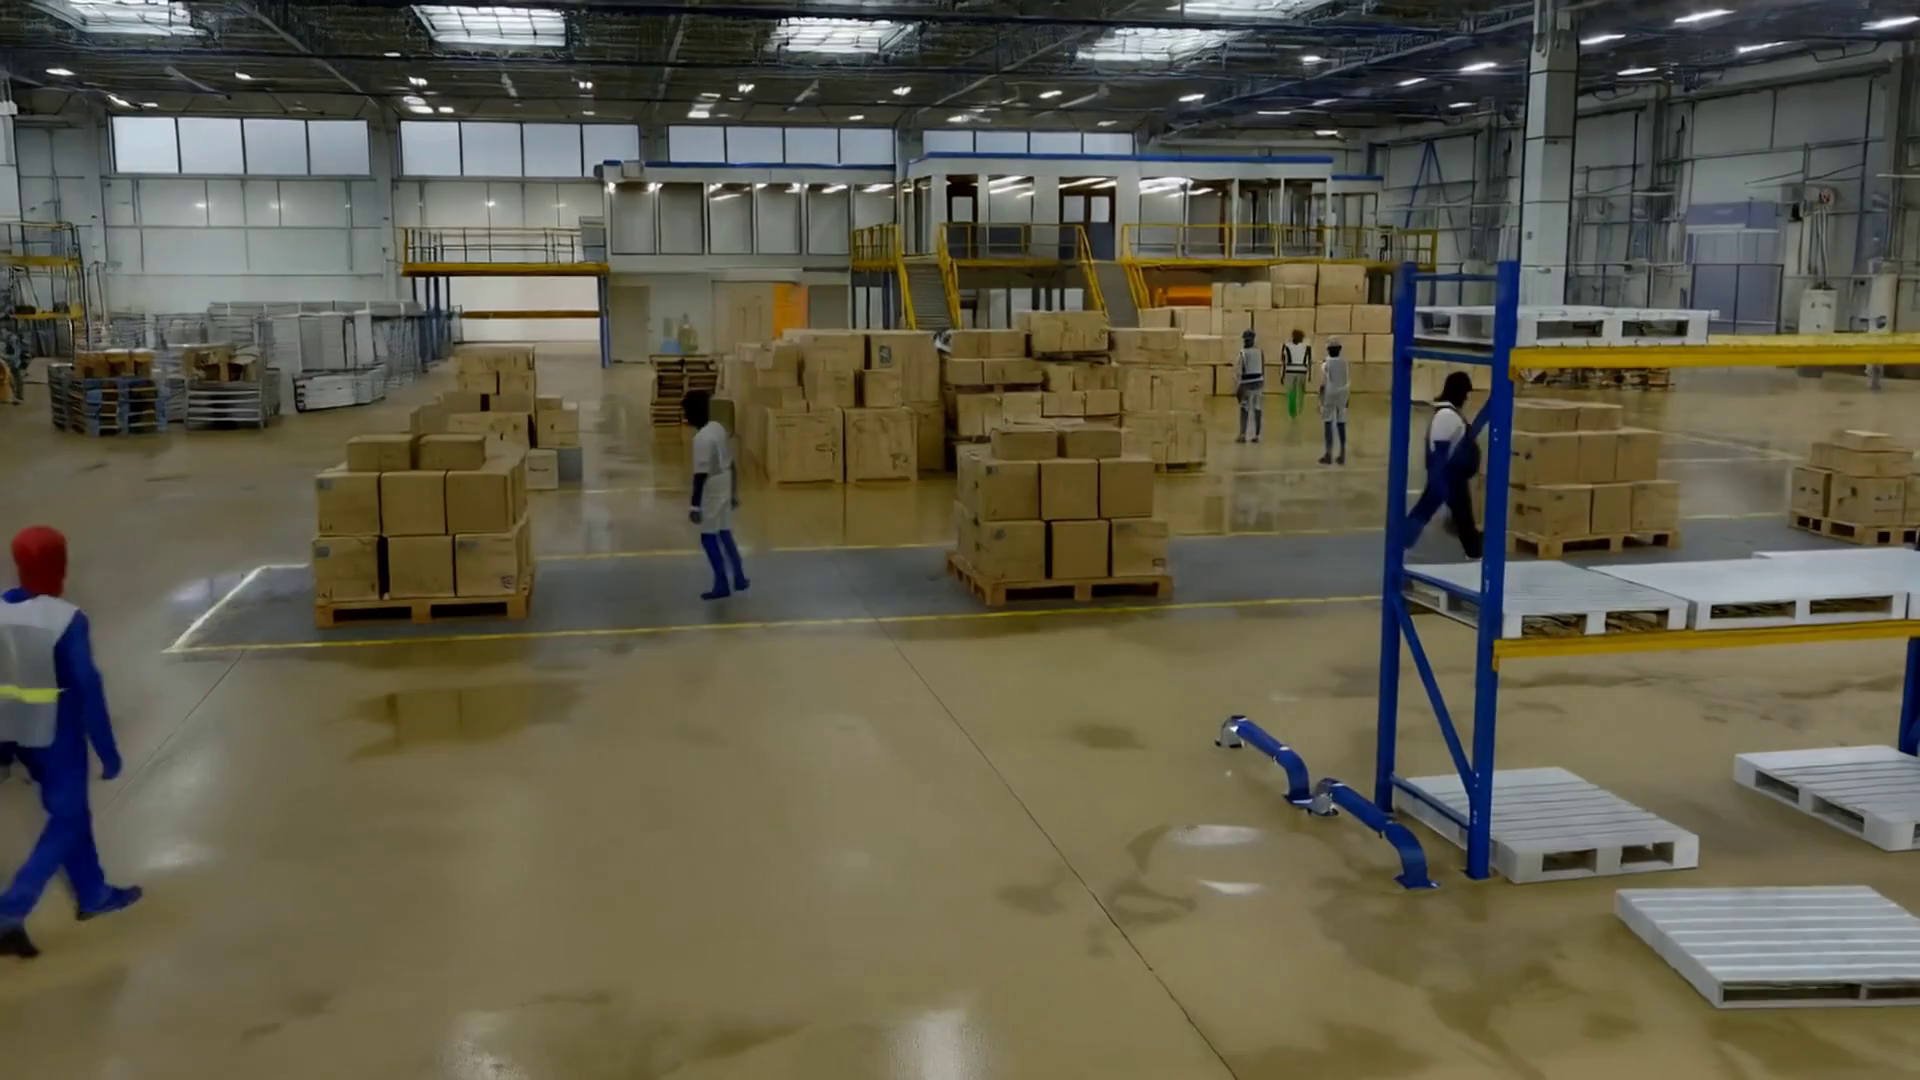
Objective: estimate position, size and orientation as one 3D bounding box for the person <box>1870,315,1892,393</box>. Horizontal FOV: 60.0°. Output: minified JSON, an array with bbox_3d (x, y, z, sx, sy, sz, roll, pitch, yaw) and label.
[{"bbox_3d":[22.060,-4.450,39.863,0.576,1.852,0.472,1,9,9],"label":"person"}]

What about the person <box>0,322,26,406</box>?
[{"bbox_3d":[-20.574,-3.811,36.081,0.595,1.824,0.404,6,11,32],"label":"person"}]

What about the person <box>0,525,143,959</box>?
[{"bbox_3d":[-4.047,0.870,7.358,0.598,1.887,0.842,4,10,23],"label":"person"}]

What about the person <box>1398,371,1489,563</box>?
[{"bbox_3d":[4.883,-0.749,16.740,1.030,2.000,0.684,2,9,10],"label":"person"}]

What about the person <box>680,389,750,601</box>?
[{"bbox_3d":[-2.207,-0.405,15.009,0.470,1.922,0.742,2,10,13],"label":"person"}]

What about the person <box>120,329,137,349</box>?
[{"bbox_3d":[-17.016,-3.454,34.142,0.325,1.740,0.492,-7,12,-37],"label":"person"}]

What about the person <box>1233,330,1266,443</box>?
[{"bbox_3d":[4.946,-2.616,28.457,0.600,1.939,0.426,-4,10,-23],"label":"person"}]

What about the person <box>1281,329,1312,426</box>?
[{"bbox_3d":[6.439,-3.130,31.865,0.588,1.854,0.925,1,9,6],"label":"person"}]

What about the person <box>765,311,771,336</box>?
[{"bbox_3d":[-6.222,-6.677,53.410,1.018,1.856,0.666,-2,10,-12],"label":"person"}]

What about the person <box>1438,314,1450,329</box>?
[{"bbox_3d":[14.269,-5.878,48.761,0.628,1.797,0.764,6,11,32],"label":"person"}]

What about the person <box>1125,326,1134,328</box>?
[{"bbox_3d":[3.300,-3.341,33.187,0.993,1.839,0.579,7,12,38],"label":"person"}]

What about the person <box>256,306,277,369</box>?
[{"bbox_3d":[-18.266,-5.174,43.870,0.389,1.989,0.610,3,10,20],"label":"person"}]

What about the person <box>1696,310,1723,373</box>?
[{"bbox_3d":[21.470,-5.689,47.519,0.632,1.816,0.762,-3,10,-15],"label":"person"}]

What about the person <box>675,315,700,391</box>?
[{"bbox_3d":[-6.409,-4.328,39.028,0.567,1.886,1.018,1,9,7],"label":"person"}]

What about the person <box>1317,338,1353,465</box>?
[{"bbox_3d":[5.703,-2.112,25.398,0.542,1.928,0.374,-3,10,-19],"label":"person"}]
